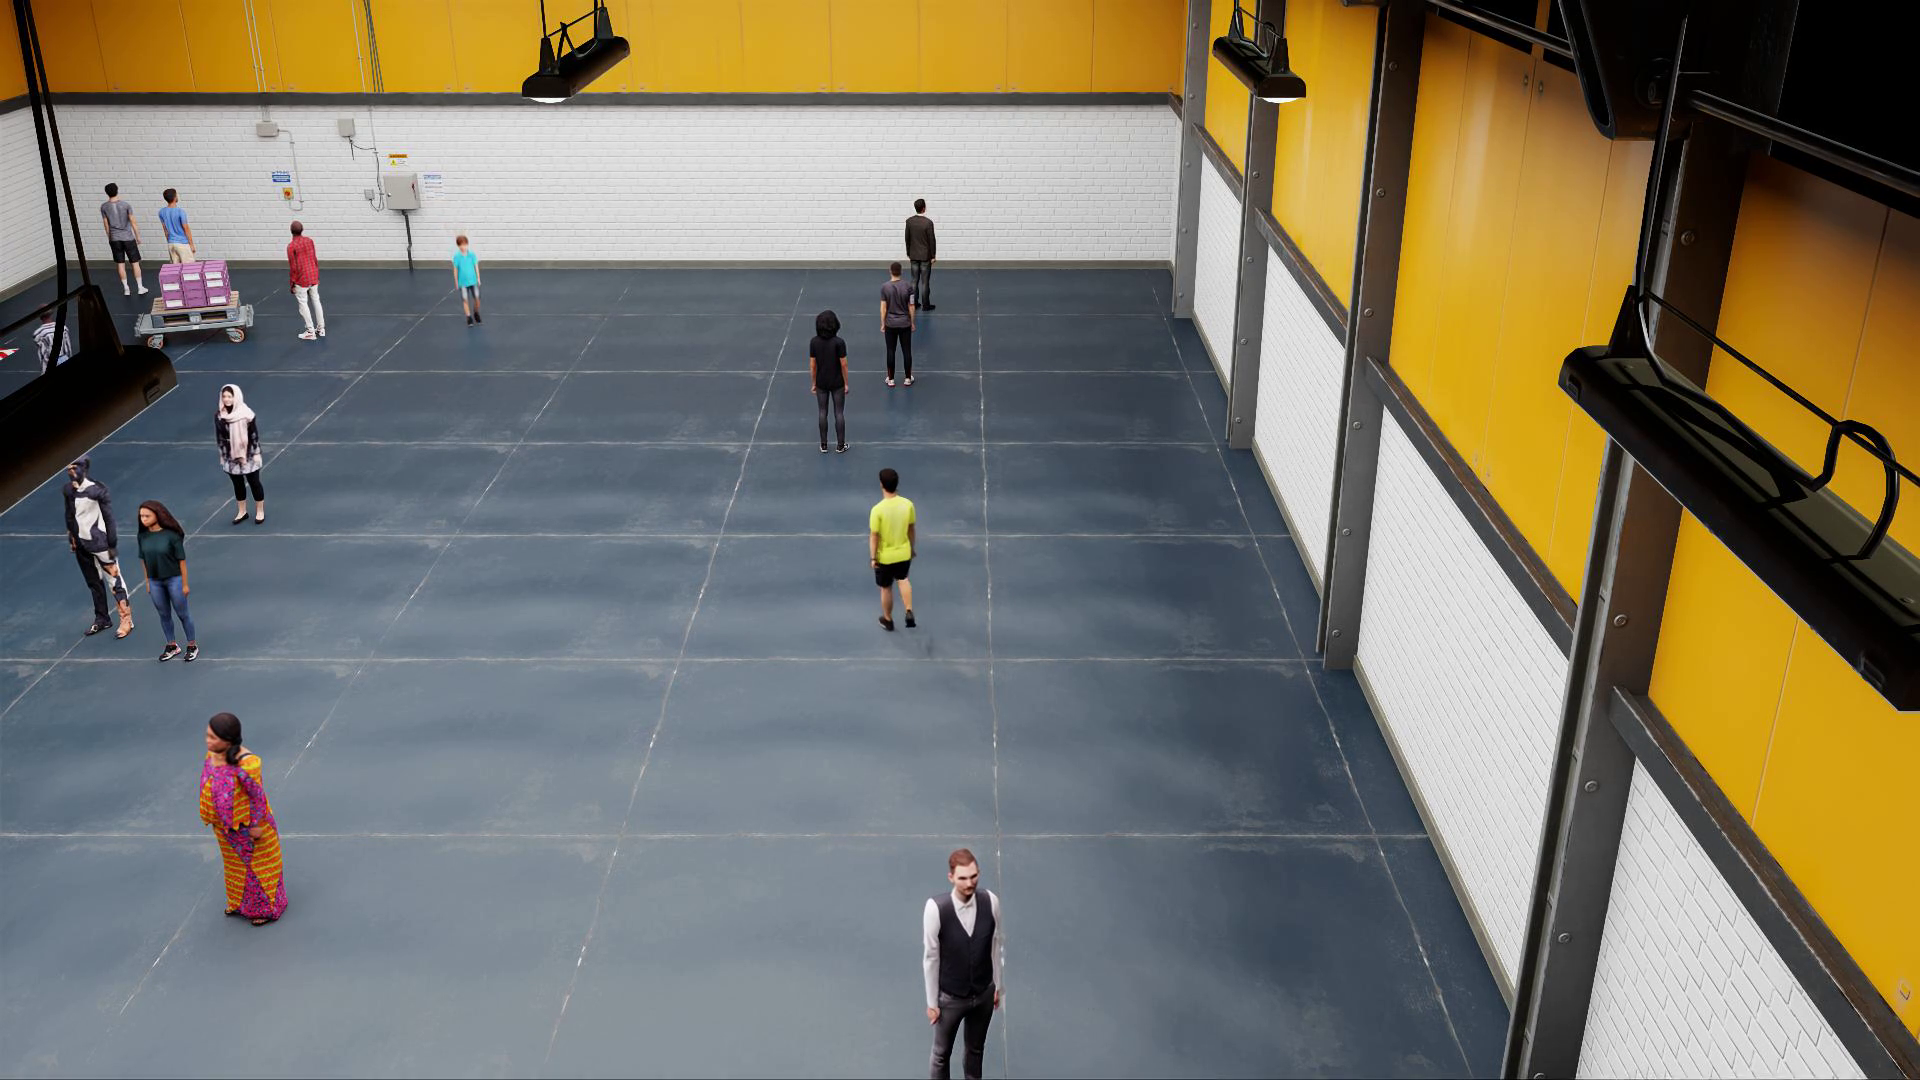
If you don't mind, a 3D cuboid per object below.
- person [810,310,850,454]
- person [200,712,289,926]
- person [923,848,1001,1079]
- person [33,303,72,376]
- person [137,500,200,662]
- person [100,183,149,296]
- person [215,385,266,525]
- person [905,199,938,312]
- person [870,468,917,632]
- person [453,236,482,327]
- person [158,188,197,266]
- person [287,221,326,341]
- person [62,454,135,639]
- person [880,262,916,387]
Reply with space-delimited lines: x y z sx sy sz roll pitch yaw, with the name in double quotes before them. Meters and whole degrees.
"person" -1.639 -1.991 20.868 0.668 1.837 0.582 4 24 9
"person" -5.199 1.975 11.983 0.764 1.686 0.801 12 26 26
"person" 0.011 2.694 10.023 0.733 1.938 0.710 -10 25 -21
"person" -11.535 -2.153 21.290 0.771 1.794 0.634 11 26 23
"person" -7.500 0.376 15.730 0.601 1.616 0.591 1 24 3
"person" -13.992 -5.028 27.772 0.708 1.871 0.639 -6 24 -13
"person" -8.135 -0.987 18.819 0.616 1.637 0.591 0 24 1
"person" -0.640 -4.632 26.950 0.759 1.804 0.712 11 26 24
"person" -0.616 0.136 16.171 0.805 1.702 0.901 -10 26 -22
"person" -7.754 -4.097 26.181 0.613 1.439 0.632 -9 25 -20
"person" -12.848 -4.850 27.375 0.687 1.864 0.624 4 24 10
"person" -10.033 -4.001 25.488 0.815 1.819 0.707 14 27 29
"person" -8.416 0.027 16.180 0.727 1.893 0.662 5 24 12
"person" -0.877 -3.030 23.336 0.642 1.764 0.552 -1 24 -2
